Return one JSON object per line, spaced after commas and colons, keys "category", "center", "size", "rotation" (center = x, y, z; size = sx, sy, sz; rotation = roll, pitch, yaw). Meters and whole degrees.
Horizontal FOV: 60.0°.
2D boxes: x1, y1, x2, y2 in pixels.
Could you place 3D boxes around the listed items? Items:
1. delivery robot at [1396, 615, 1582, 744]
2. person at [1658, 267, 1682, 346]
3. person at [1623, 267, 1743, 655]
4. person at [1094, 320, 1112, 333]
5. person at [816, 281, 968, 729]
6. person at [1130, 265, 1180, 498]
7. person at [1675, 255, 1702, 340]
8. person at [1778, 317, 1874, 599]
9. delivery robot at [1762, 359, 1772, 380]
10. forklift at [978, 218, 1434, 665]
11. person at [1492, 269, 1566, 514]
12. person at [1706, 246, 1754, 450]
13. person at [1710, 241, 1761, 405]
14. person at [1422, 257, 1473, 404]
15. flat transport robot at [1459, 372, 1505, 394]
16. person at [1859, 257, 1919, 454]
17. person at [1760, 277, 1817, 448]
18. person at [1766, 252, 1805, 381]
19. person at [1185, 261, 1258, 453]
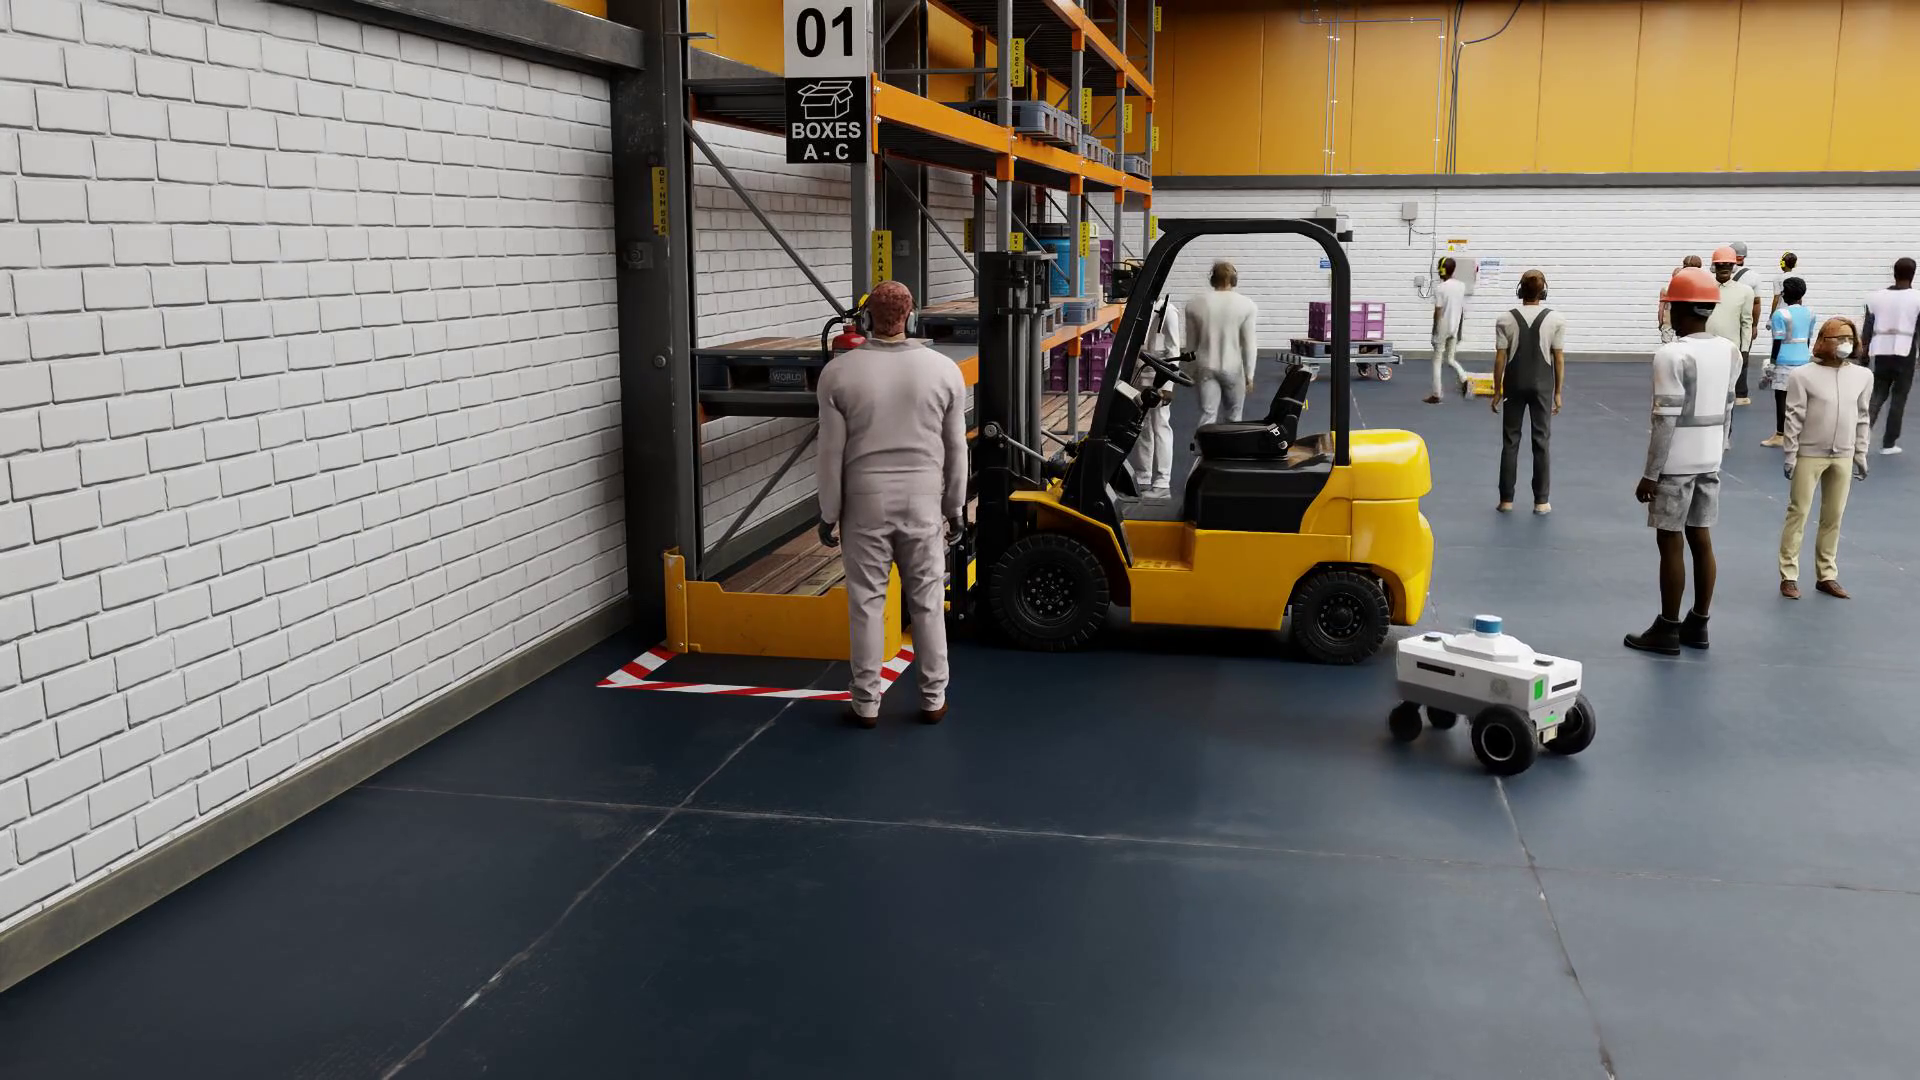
{"category": "delivery robot", "center": [2.133, 0.549, 6.754], "size": [0.477, 0.478, 0.707], "rotation": [-8, 13, -38]}
{"category": "person", "center": [10.522, -3.174, 24.431], "size": [0.521, 1.645, 0.307], "rotation": [7, 12, 32]}
{"category": "person", "center": [3.622, -0.389, 8.357], "size": [0.543, 1.939, 0.360], "rotation": [-6, 12, -28]}
{"category": "person", "center": [2.411, -3.725, 27.309], "size": [0.542, 1.696, 0.316], "rotation": [-2, 10, -8]}
{"category": "person", "center": [-0.295, -0.146, 7.114], "size": [0.652, 1.906, 0.402], "rotation": [-2, 11, -11]}
{"category": "person", "center": [1.517, -1.248, 13.224], "size": [0.361, 1.882, 0.575], "rotation": [-5, 12, -26]}
{"category": "person", "center": [9.861, -2.922, 22.512], "size": [0.624, 1.844, 0.430], "rotation": [-9, 14, -42]}
{"category": "person", "center": [5.010, -0.469, 9.633], "size": [0.503, 1.633, 0.273], "rotation": [-1, 10, -3]}
{"category": "delivery robot", "center": [11.349, -2.392, 22.876], "size": [0.707, 0.478, 0.477], "rotation": [-9, 13, -40]}
{"category": "forklift", "center": [1.285, -0.567, 8.635], "size": [2.313, 2.155, 1.214], "rotation": [2, 11, 11]}
{"category": "person", "center": [4.290, -1.112, 12.578], "size": [0.505, 1.847, 0.347], "rotation": [4, 11, 20]}
{"category": "person", "center": [7.471, -1.891, 16.431], "size": [0.622, 1.997, 0.372], "rotation": [6, 12, 29]}
{"category": "person", "center": [9.677, -2.718, 20.849], "size": [0.683, 2.000, 0.538], "rotation": [8, 13, 36]}
{"category": "person", "center": [6.118, -2.602, 20.743], "size": [0.530, 1.849, 0.634], "rotation": [-5, 12, -26]}
{"category": "flat transport robot", "center": [7.128, -2.111, 22.372], "size": [0.652, 0.197, 1.431], "rotation": [2, 11, 11]}
{"category": "person", "center": [8.982, -1.760, 15.996], "size": [0.479, 1.899, 0.592], "rotation": [-8, 13, -38]}
{"category": "person", "center": [8.227, -1.755, 16.506], "size": [0.534, 1.697, 0.322], "rotation": [-4, 11, -22]}
{"category": "person", "center": [11.904, -3.213, 24.028], "size": [0.511, 1.872, 0.329], "rotation": [-2, 11, -13]}
{"category": "person", "center": [2.239, -1.437, 14.275], "size": [0.633, 1.876, 1.028], "rotation": [3, 11, 16]}
